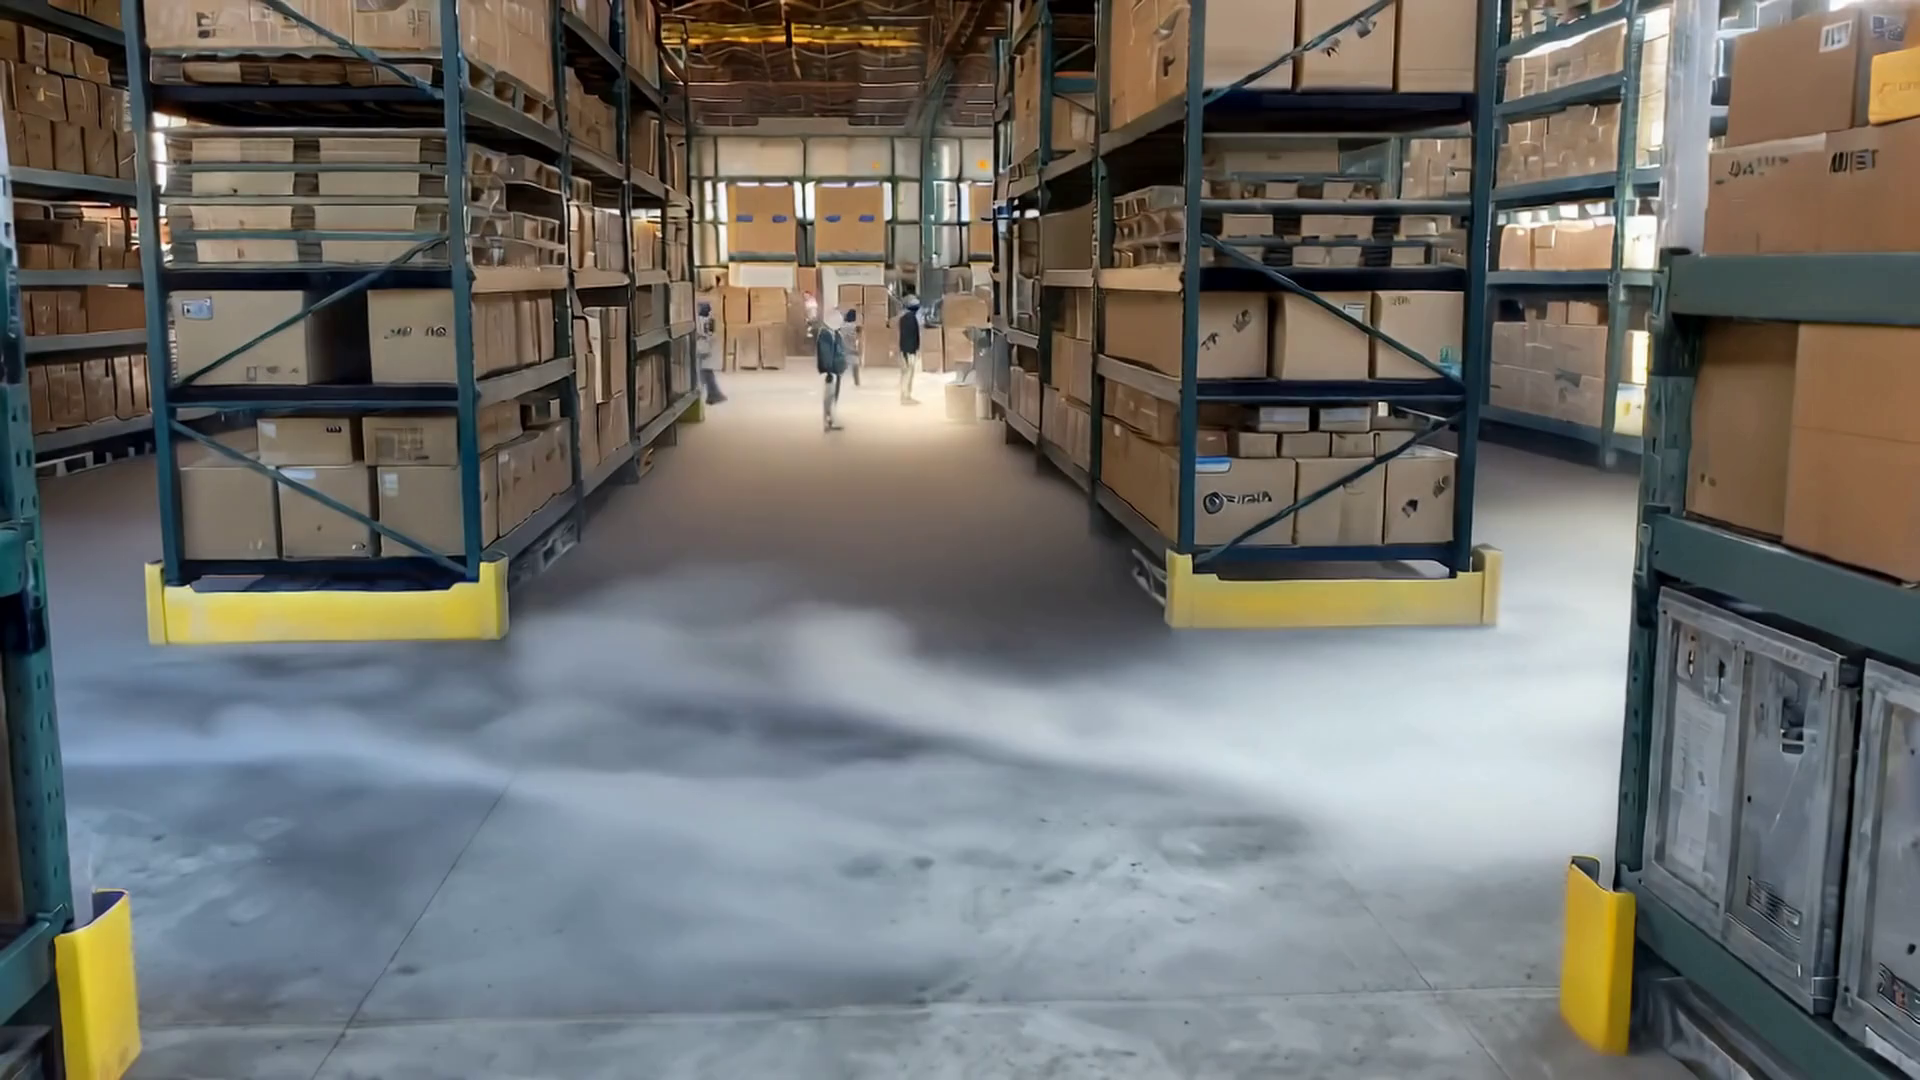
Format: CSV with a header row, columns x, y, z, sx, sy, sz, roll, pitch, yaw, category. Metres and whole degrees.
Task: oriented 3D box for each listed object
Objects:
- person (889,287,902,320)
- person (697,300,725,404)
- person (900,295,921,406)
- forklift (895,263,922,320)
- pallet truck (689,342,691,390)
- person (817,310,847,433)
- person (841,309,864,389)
x,y,z,sx,sy,sz,roll,pitch,yaw,category
-2.313,-7.829,57.977,0.636,1.931,0.377,3,10,20,person
-4.576,-3.445,30.543,0.503,1.902,0.669,-1,9,-8,person
-0.889,-3.419,30.071,0.395,1.993,0.614,3,9,15,person
-1.972,-8.988,62.264,1.129,2.768,1.873,-1,9,-4,forklift
-5.225,-3.008,27.480,1.885,1.965,0.823,2,9,14,pallet truck
-1.911,-2.522,24.939,0.430,1.838,0.619,1,9,8,person
-2.319,-3.931,34.281,0.639,1.675,0.537,-8,12,-41,person
